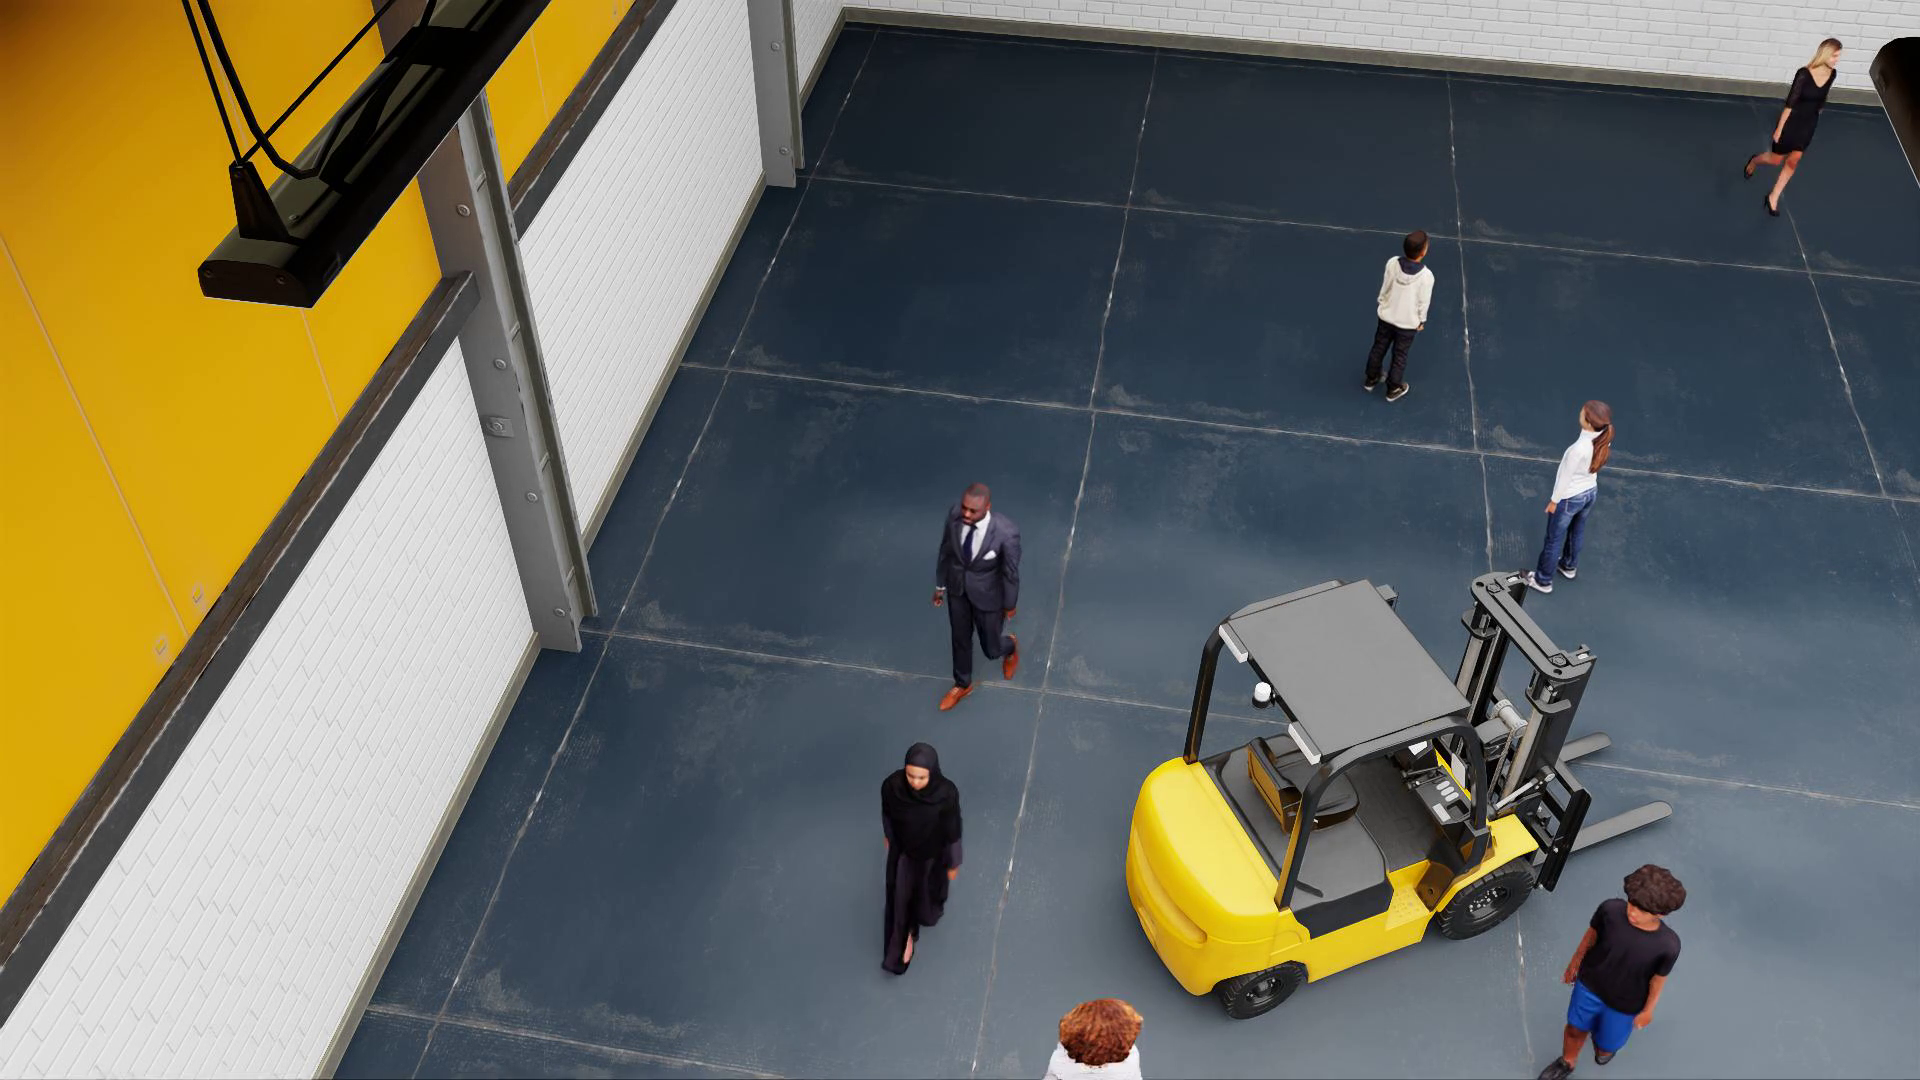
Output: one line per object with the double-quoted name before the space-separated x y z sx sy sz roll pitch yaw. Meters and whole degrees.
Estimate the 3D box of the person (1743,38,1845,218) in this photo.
"person" 7.401 -3.720 14.830 0.739 1.660 0.913 -8 44 -8

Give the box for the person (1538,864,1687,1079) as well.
"person" 3.384 2.228 8.496 0.941 1.785 0.860 -32 52 -29

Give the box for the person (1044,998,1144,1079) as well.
"person" 0.613 2.789 7.972 0.722 1.694 0.723 -3 44 -3

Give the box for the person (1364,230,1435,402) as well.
"person" 3.402 -1.744 12.907 0.646 1.451 0.664 34 53 30

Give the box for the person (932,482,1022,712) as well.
"person" 0.137 0.302 10.500 0.911 1.810 1.019 25 49 24

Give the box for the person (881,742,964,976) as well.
"person" -0.193 1.616 9.268 0.622 1.607 0.937 7 44 7

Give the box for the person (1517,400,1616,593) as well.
"person" 4.189 -0.305 11.321 0.616 1.554 0.677 -26 49 -25
